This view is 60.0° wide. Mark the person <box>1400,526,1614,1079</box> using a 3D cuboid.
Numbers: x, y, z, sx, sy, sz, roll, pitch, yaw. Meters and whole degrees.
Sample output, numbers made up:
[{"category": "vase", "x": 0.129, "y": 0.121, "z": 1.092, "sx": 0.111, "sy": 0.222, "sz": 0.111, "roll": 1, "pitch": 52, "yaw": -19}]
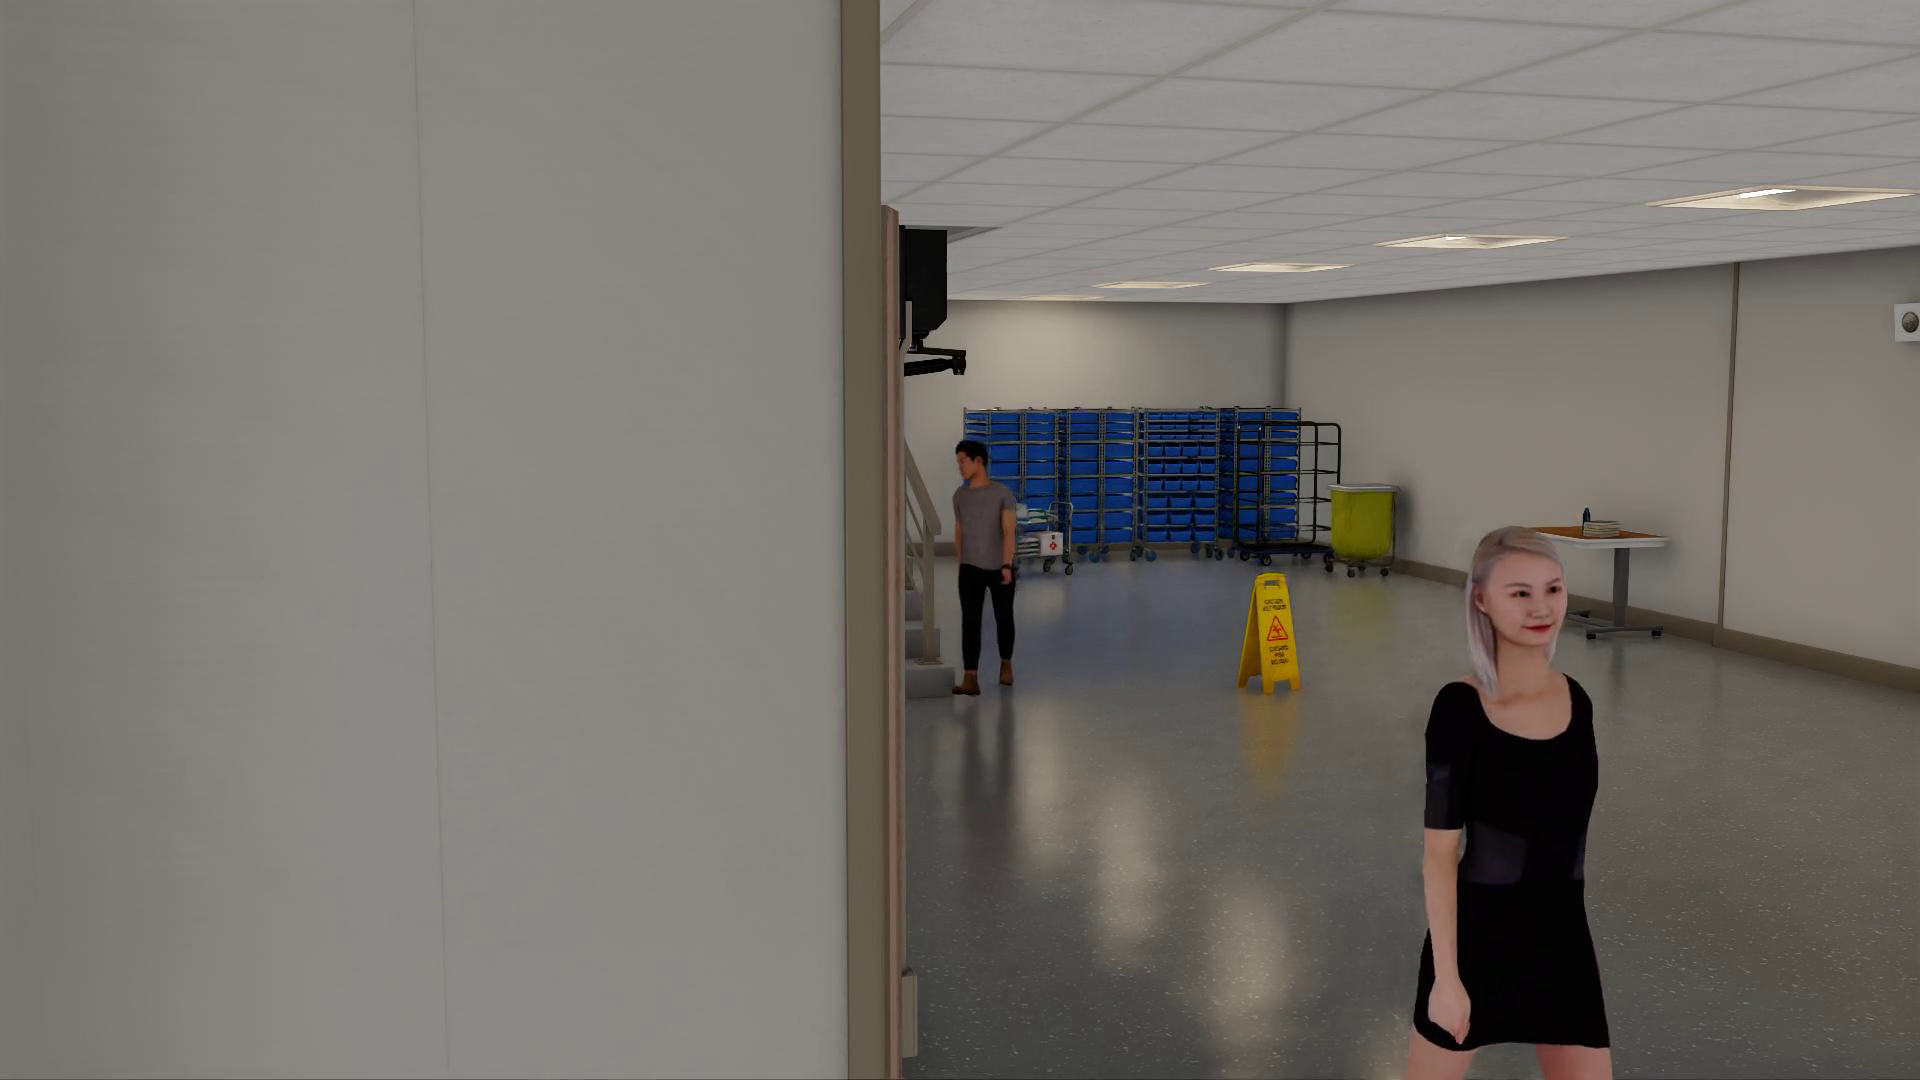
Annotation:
[{"category": "person", "x": 1.085, "y": 0.898, "z": 3.563, "sx": 0.674, "sy": 1.778, "sz": 1.206, "roll": -2, "pitch": 6, "yaw": -22}]

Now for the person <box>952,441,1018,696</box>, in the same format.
[{"category": "person", "x": 0.217, "y": 0.196, "z": 11.118, "sx": 0.986, "sy": 1.661, "sz": 1.183, "roll": 2, "pitch": 6, "yaw": 16}]
